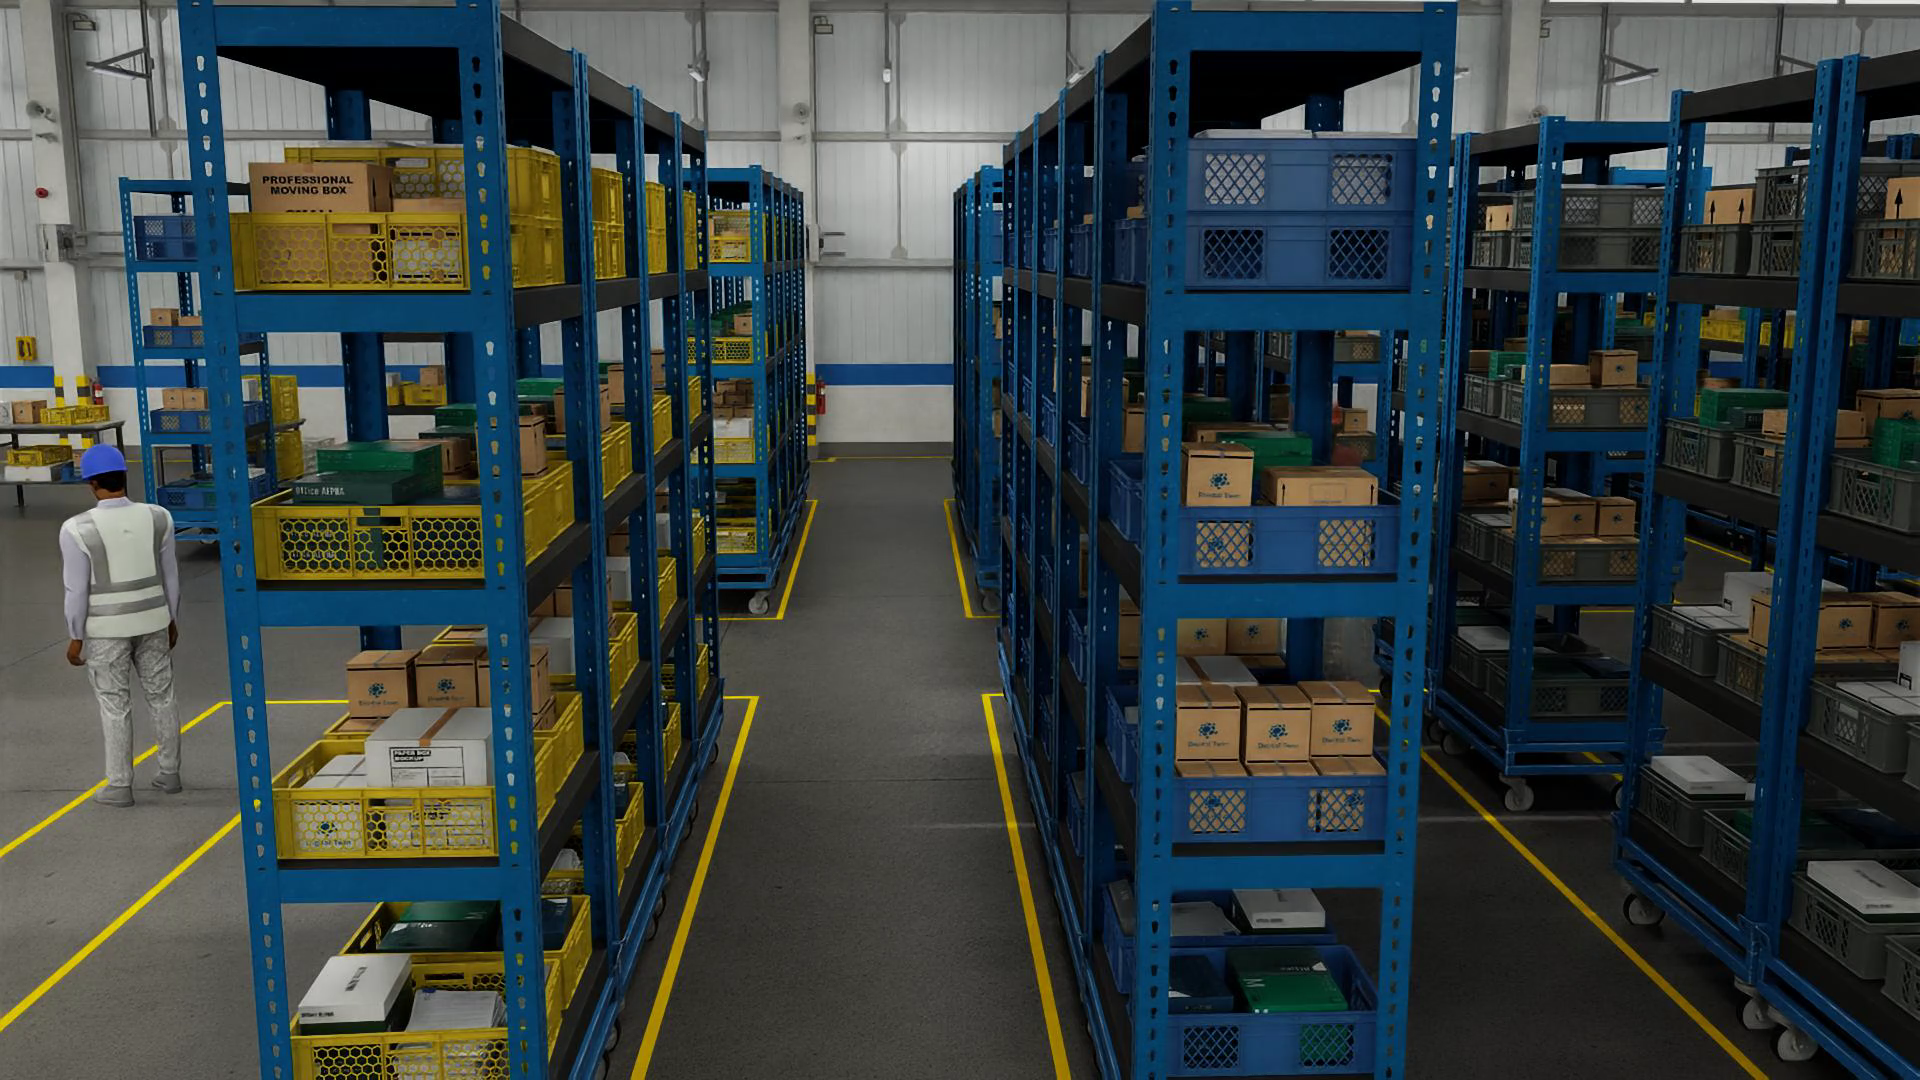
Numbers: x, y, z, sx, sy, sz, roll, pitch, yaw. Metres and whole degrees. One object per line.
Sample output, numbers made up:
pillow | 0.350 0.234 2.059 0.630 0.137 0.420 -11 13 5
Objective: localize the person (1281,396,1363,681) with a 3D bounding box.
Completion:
person | 2.450 -0.004 11.335 0.623 1.992 0.396 -2 10 -10

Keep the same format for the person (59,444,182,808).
person | -4.465 0.455 8.882 0.398 1.939 0.602 8 12 37
